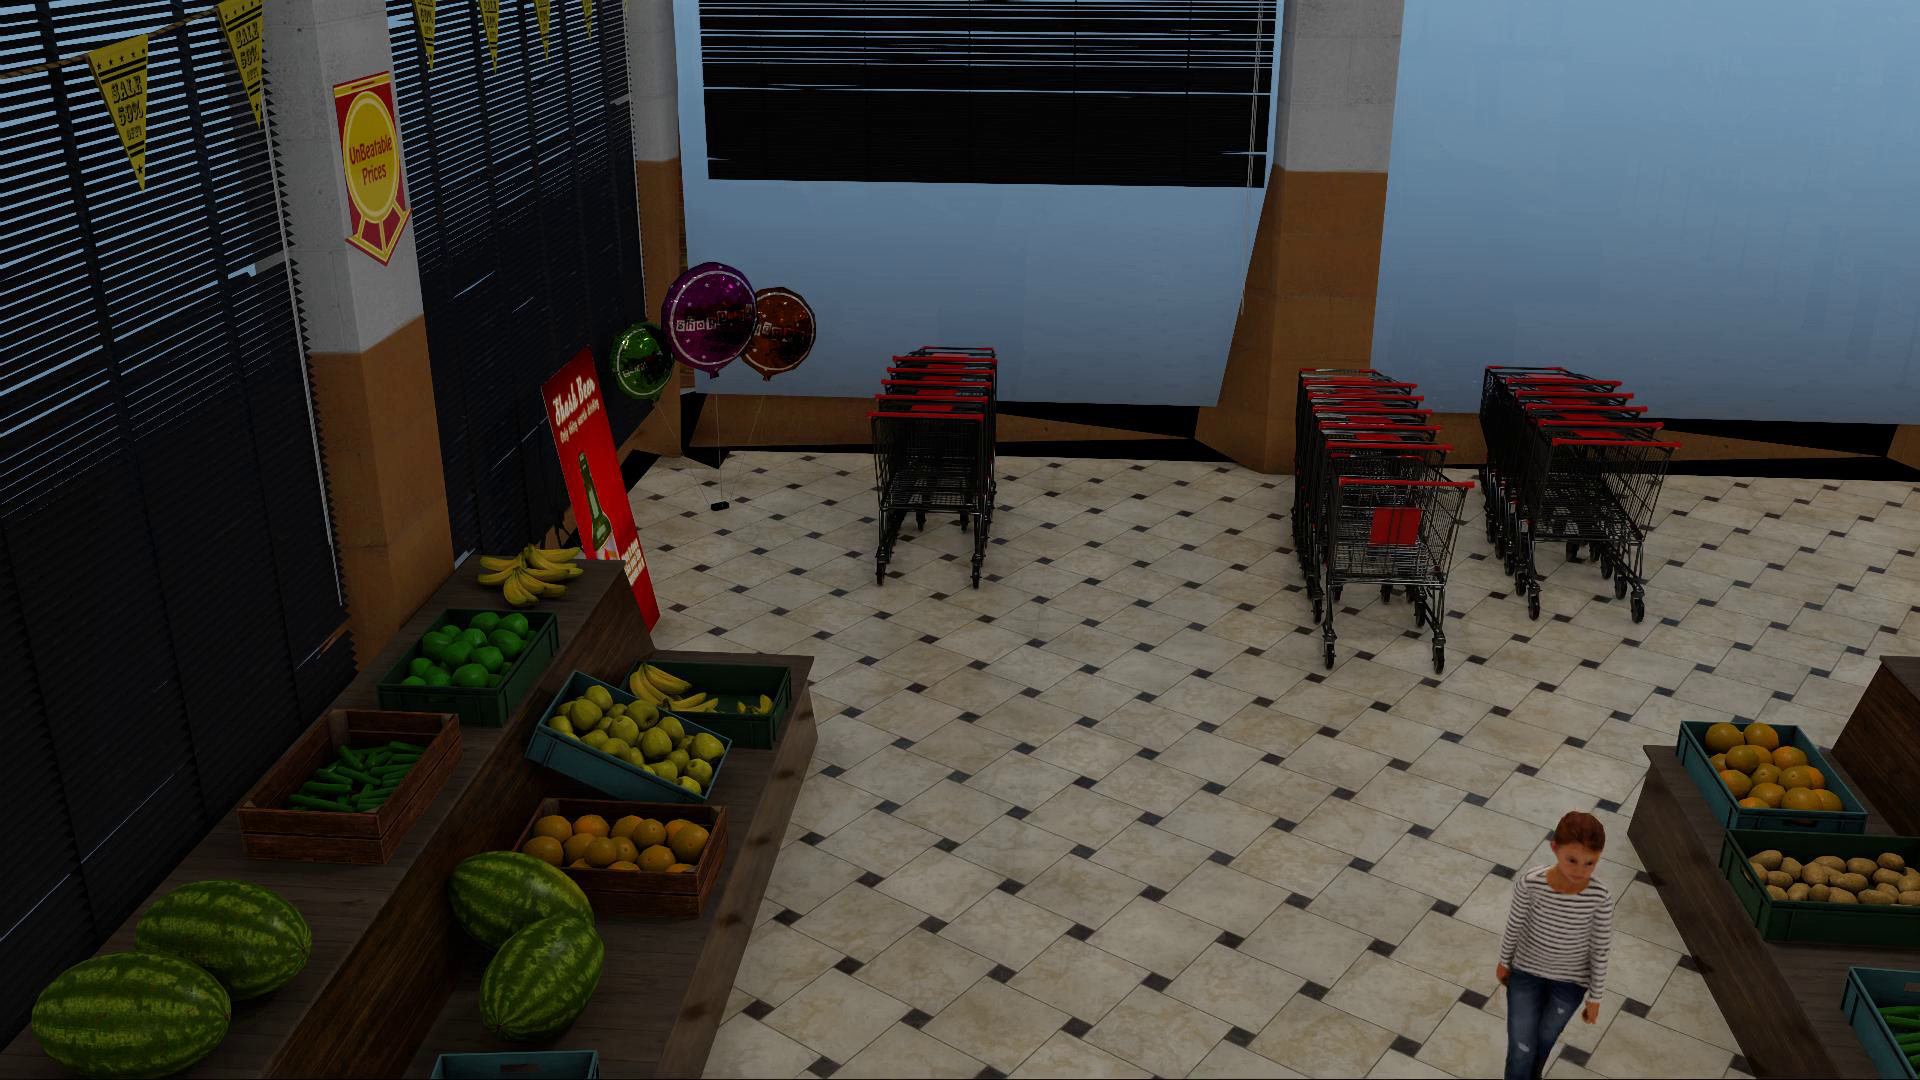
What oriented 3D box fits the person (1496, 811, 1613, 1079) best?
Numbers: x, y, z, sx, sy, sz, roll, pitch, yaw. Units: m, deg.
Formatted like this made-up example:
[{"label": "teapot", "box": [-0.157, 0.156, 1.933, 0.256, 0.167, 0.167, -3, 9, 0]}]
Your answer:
[{"label": "person", "box": [2.039, 1.476, 5.730, 0.615, 1.282, 0.941, 7, 23, 18]}]
